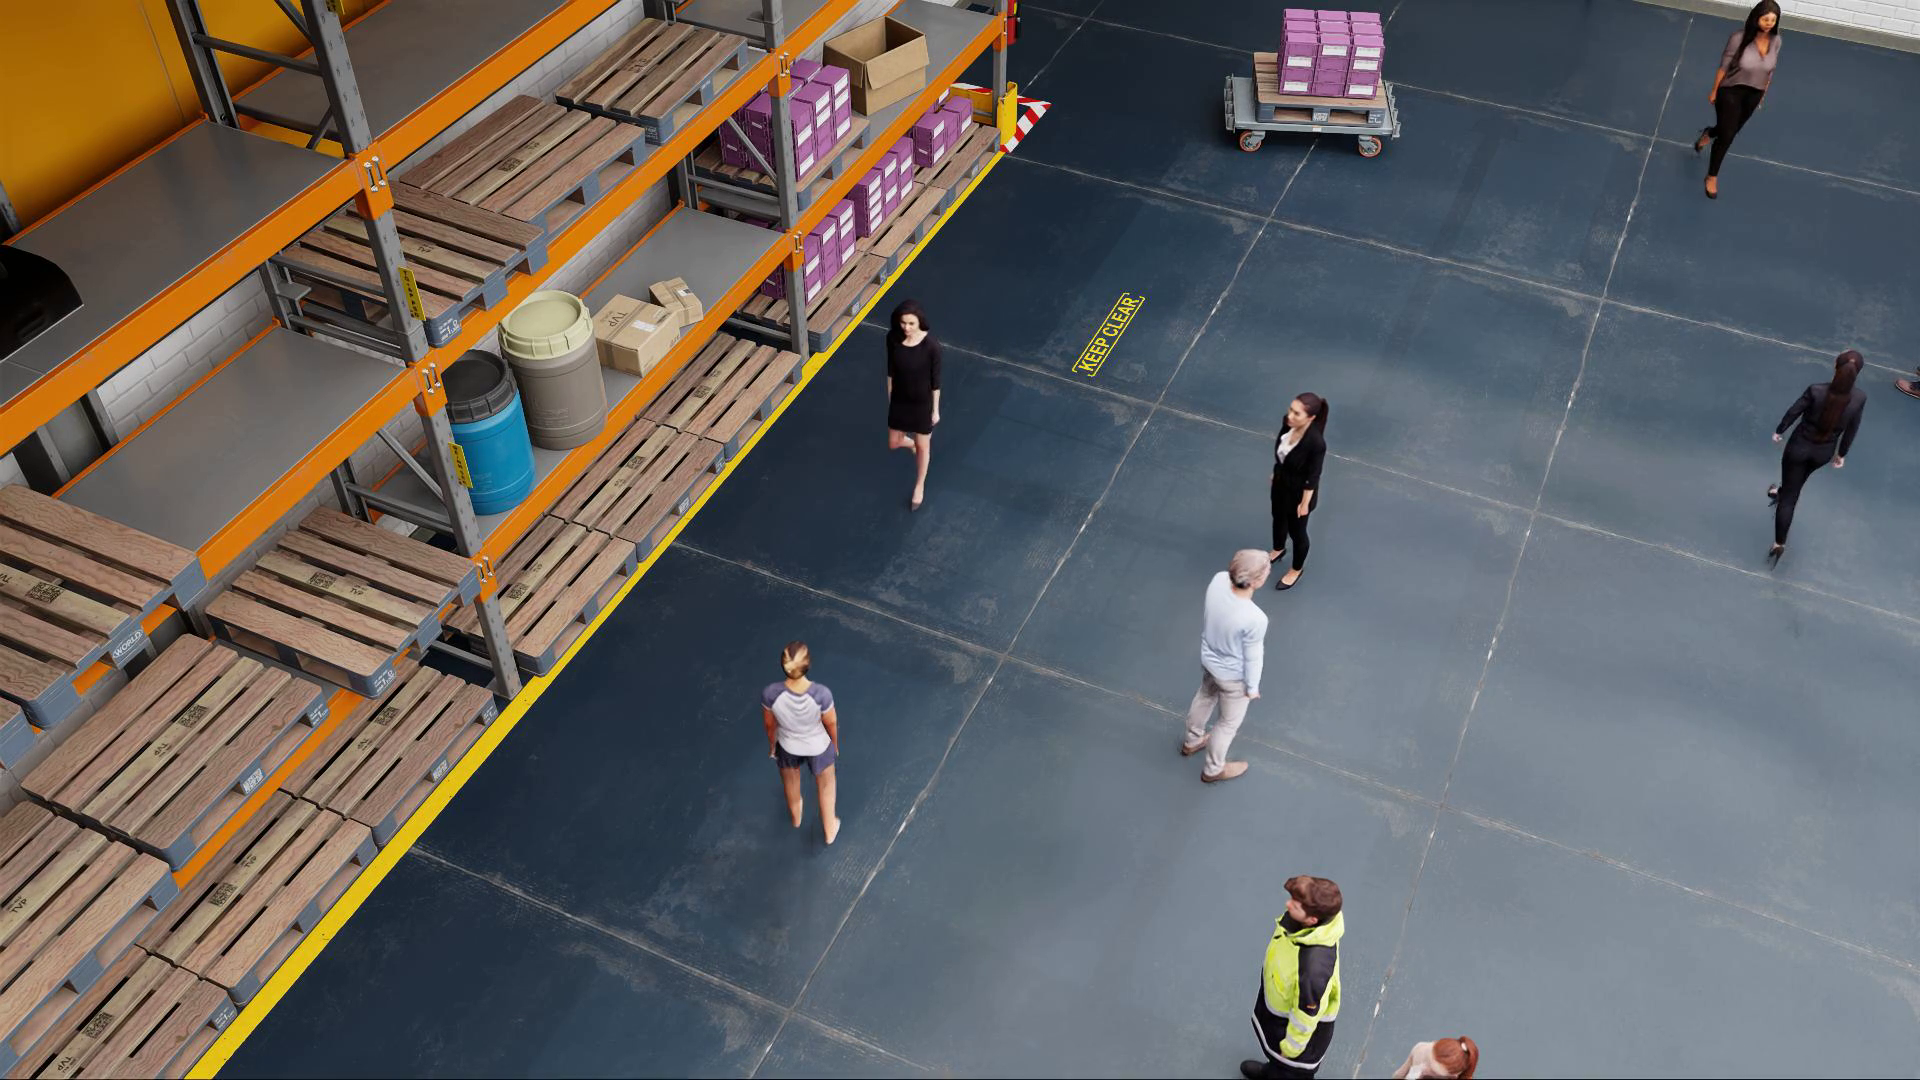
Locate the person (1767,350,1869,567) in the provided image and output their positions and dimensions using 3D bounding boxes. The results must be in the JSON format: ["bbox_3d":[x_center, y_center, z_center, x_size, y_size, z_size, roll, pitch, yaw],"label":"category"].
[{"bbox_3d":[5.909,-0.544,11.572,0.748,1.663,1.086,9,44,10],"label":"person"}]

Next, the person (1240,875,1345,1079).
[{"bbox_3d":[1.701,2.326,8.329,0.910,1.981,0.734,3,44,3],"label":"person"}]

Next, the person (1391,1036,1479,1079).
[{"bbox_3d":[2.175,2.853,7.950,0.732,1.740,0.655,-10,45,-10],"label":"person"}]

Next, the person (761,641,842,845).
[{"bbox_3d":[-0.914,1.201,9.766,0.679,1.626,0.716,0,44,0],"label":"person"}]

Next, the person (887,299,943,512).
[{"bbox_3d":[-0.291,-1.014,11.971,0.605,1.793,0.744,16,46,16],"label":"person"}]

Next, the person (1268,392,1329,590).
[{"bbox_3d":[2.294,-0.362,11.384,0.727,1.658,0.675,-16,46,-16],"label":"person"}]

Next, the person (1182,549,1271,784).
[{"bbox_3d":[1.605,0.761,10.039,0.785,1.887,0.747,-19,47,-19],"label":"person"}]

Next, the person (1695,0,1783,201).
[{"bbox_3d":[7.057,-4.081,15.175,0.980,1.814,1.193,-2,44,-3],"label":"person"}]
